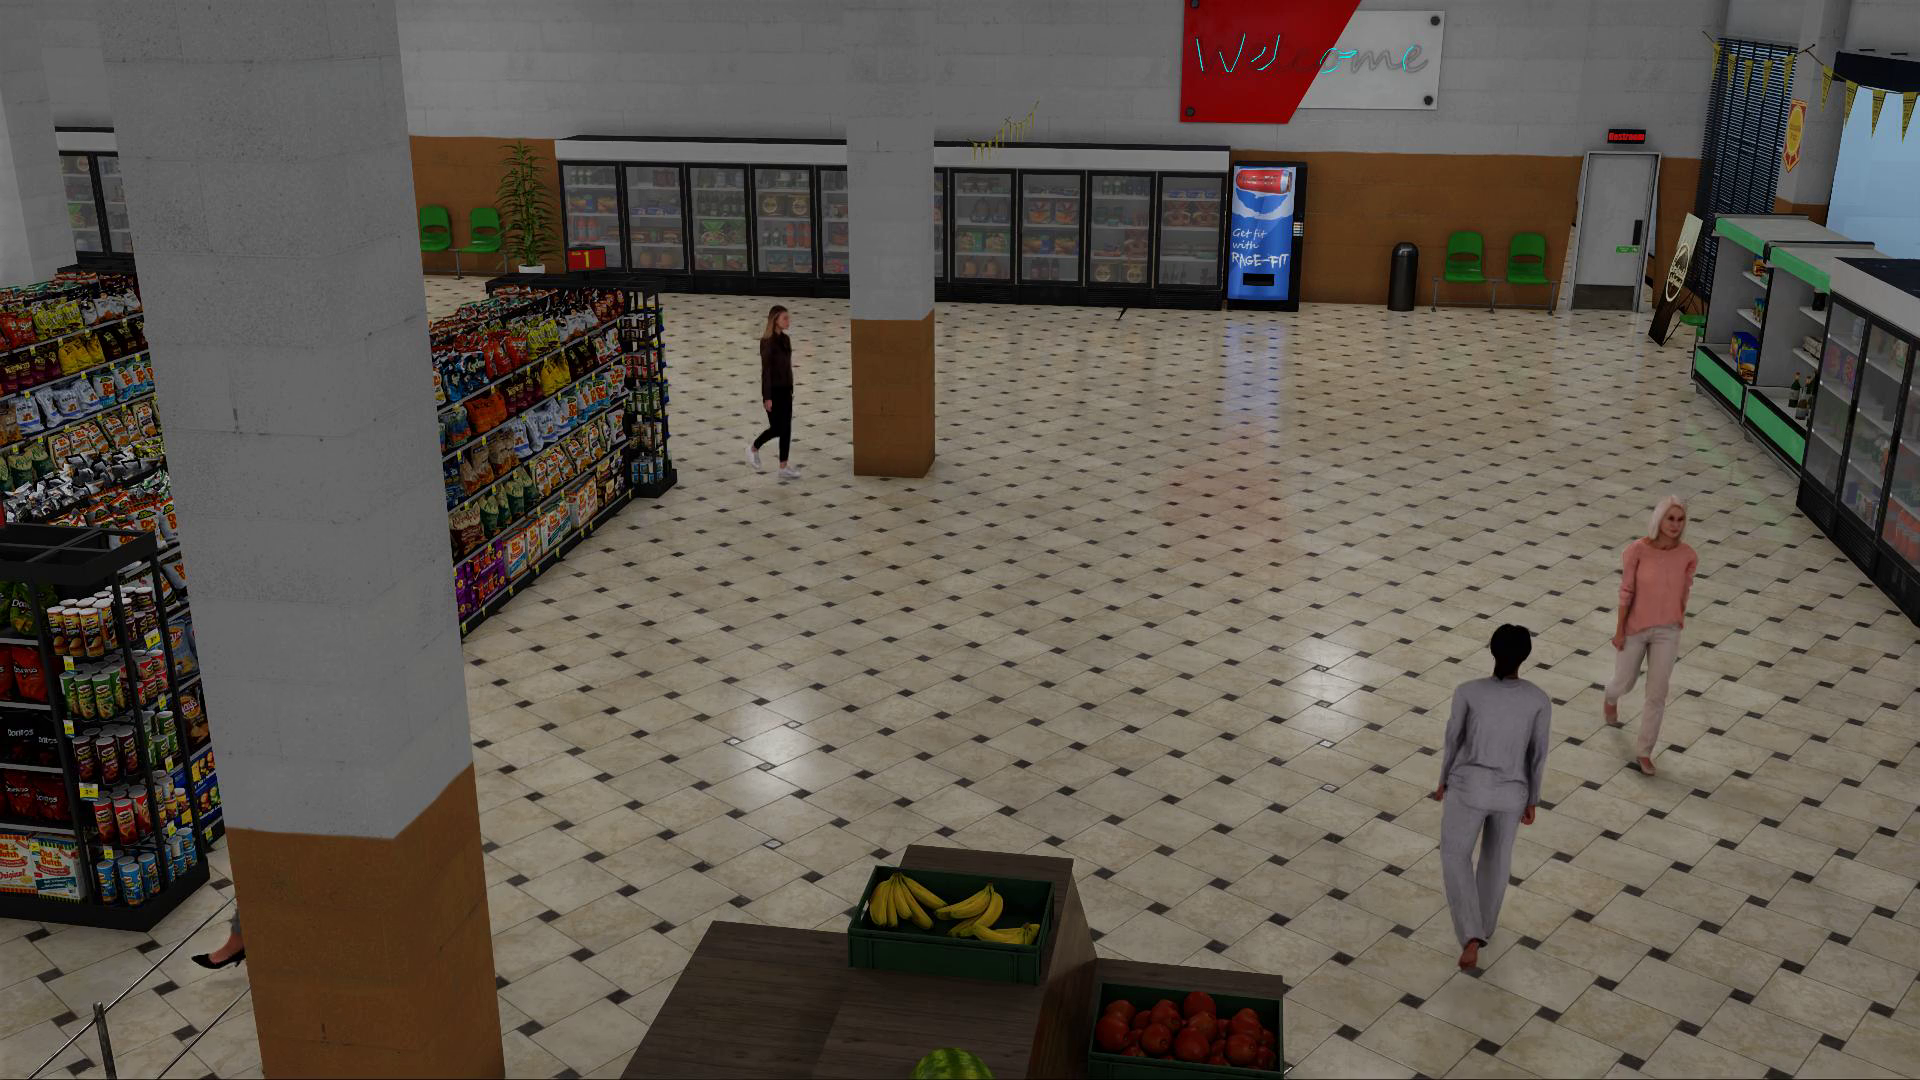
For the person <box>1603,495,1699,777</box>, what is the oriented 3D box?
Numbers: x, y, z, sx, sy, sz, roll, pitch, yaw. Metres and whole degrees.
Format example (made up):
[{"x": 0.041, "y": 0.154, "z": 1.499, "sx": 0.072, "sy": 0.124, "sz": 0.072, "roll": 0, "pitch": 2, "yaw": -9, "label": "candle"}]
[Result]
[{"x": 4.220, "y": 0.532, "z": 10.252, "sx": 0.625, "sy": 1.704, "sz": 1.004, "roll": 2, "pitch": 19, "yaw": 5, "label": "person"}]

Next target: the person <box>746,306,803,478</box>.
[{"x": -1.830, "y": -1.421, "z": 16.060, "sx": 0.818, "sy": 1.694, "sz": 0.835, "roll": 10, "pitch": 21, "yaw": 26, "label": "person"}]

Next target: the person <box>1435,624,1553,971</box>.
[{"x": 2.566, "y": 1.259, "z": 8.079, "sx": 0.629, "sy": 1.714, "sz": 0.960, "roll": 4, "pitch": 19, "yaw": 11, "label": "person"}]
